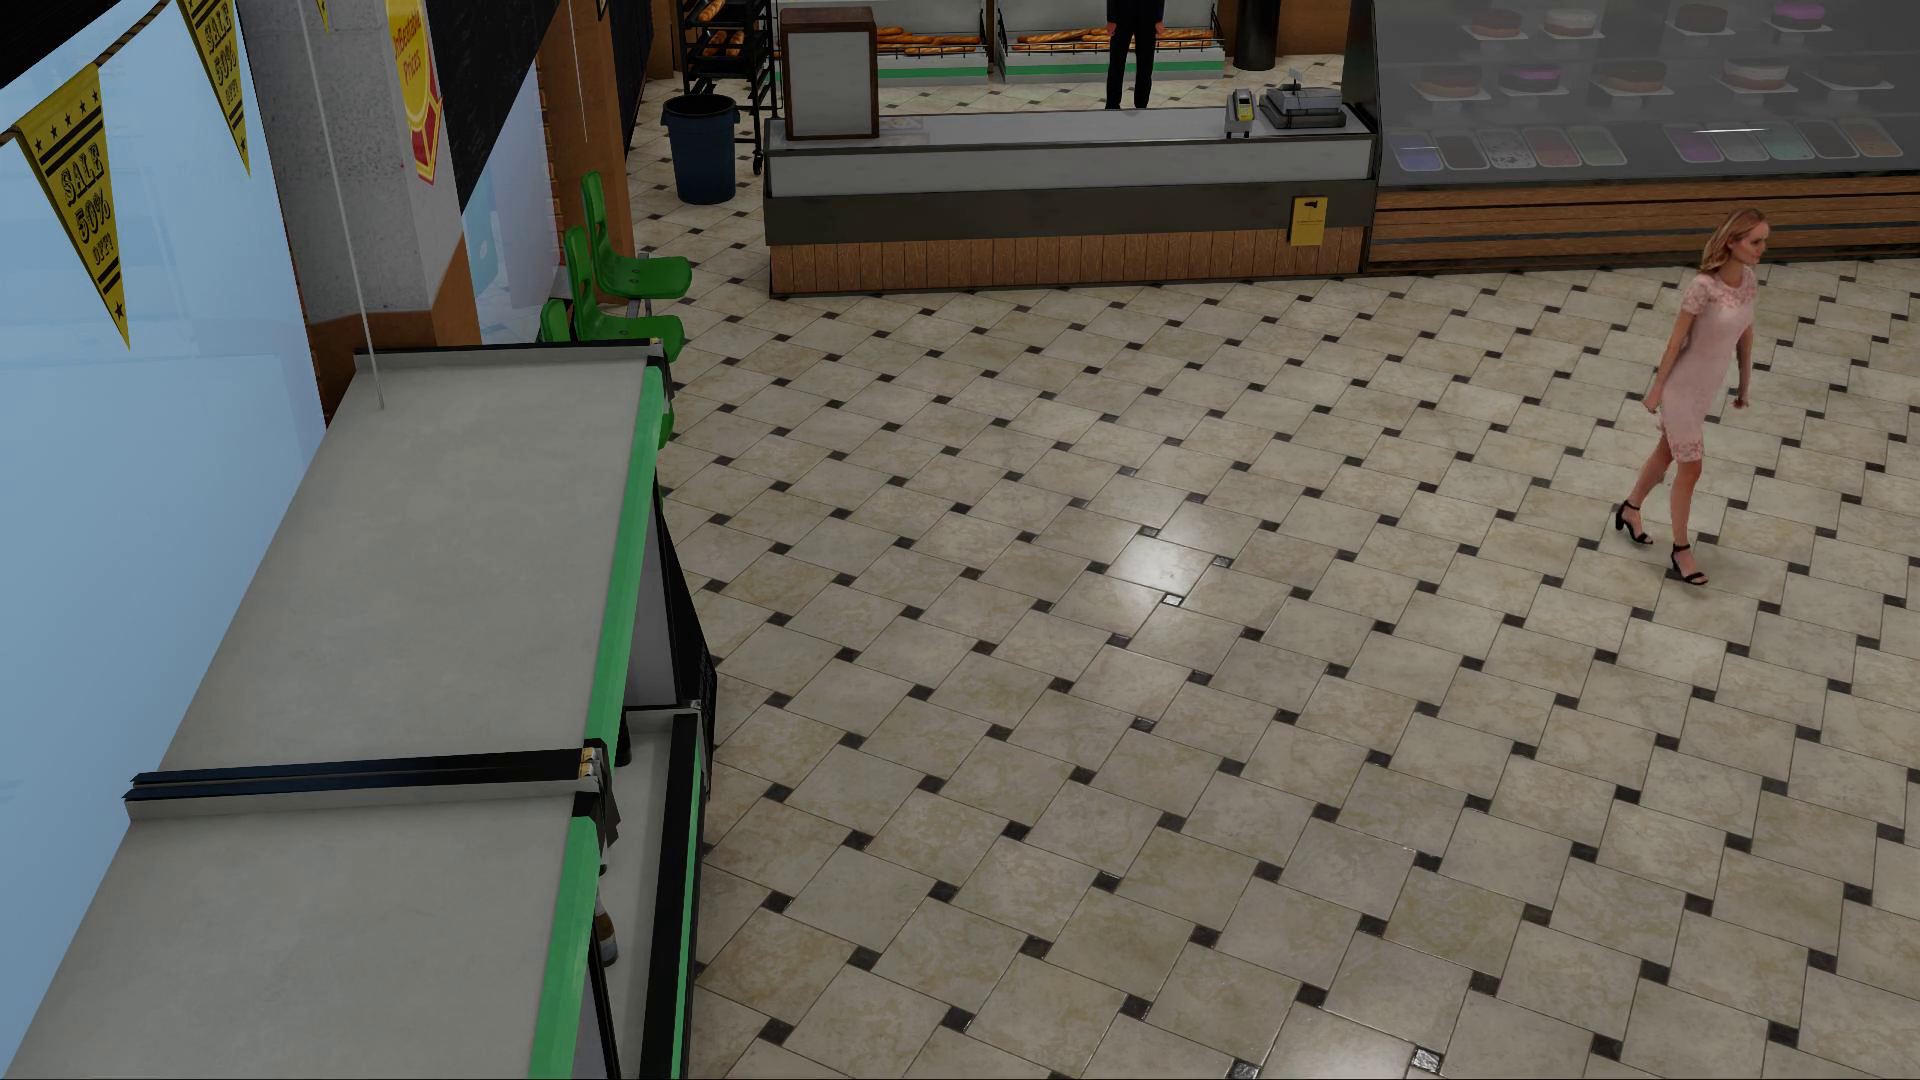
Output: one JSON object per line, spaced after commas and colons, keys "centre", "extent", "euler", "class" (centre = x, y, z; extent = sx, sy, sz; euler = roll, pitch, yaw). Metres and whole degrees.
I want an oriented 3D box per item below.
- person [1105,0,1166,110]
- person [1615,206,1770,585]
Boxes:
{"centre": [1.421, -4.246, 13.477], "extent": [0.618, 1.868, 0.566], "euler": [-2, 32, -4], "class": "person"}
{"centre": [3.401, -0.742, 7.907], "extent": [0.785, 1.804, 0.971], "euler": [-15, 35, -23], "class": "person"}
